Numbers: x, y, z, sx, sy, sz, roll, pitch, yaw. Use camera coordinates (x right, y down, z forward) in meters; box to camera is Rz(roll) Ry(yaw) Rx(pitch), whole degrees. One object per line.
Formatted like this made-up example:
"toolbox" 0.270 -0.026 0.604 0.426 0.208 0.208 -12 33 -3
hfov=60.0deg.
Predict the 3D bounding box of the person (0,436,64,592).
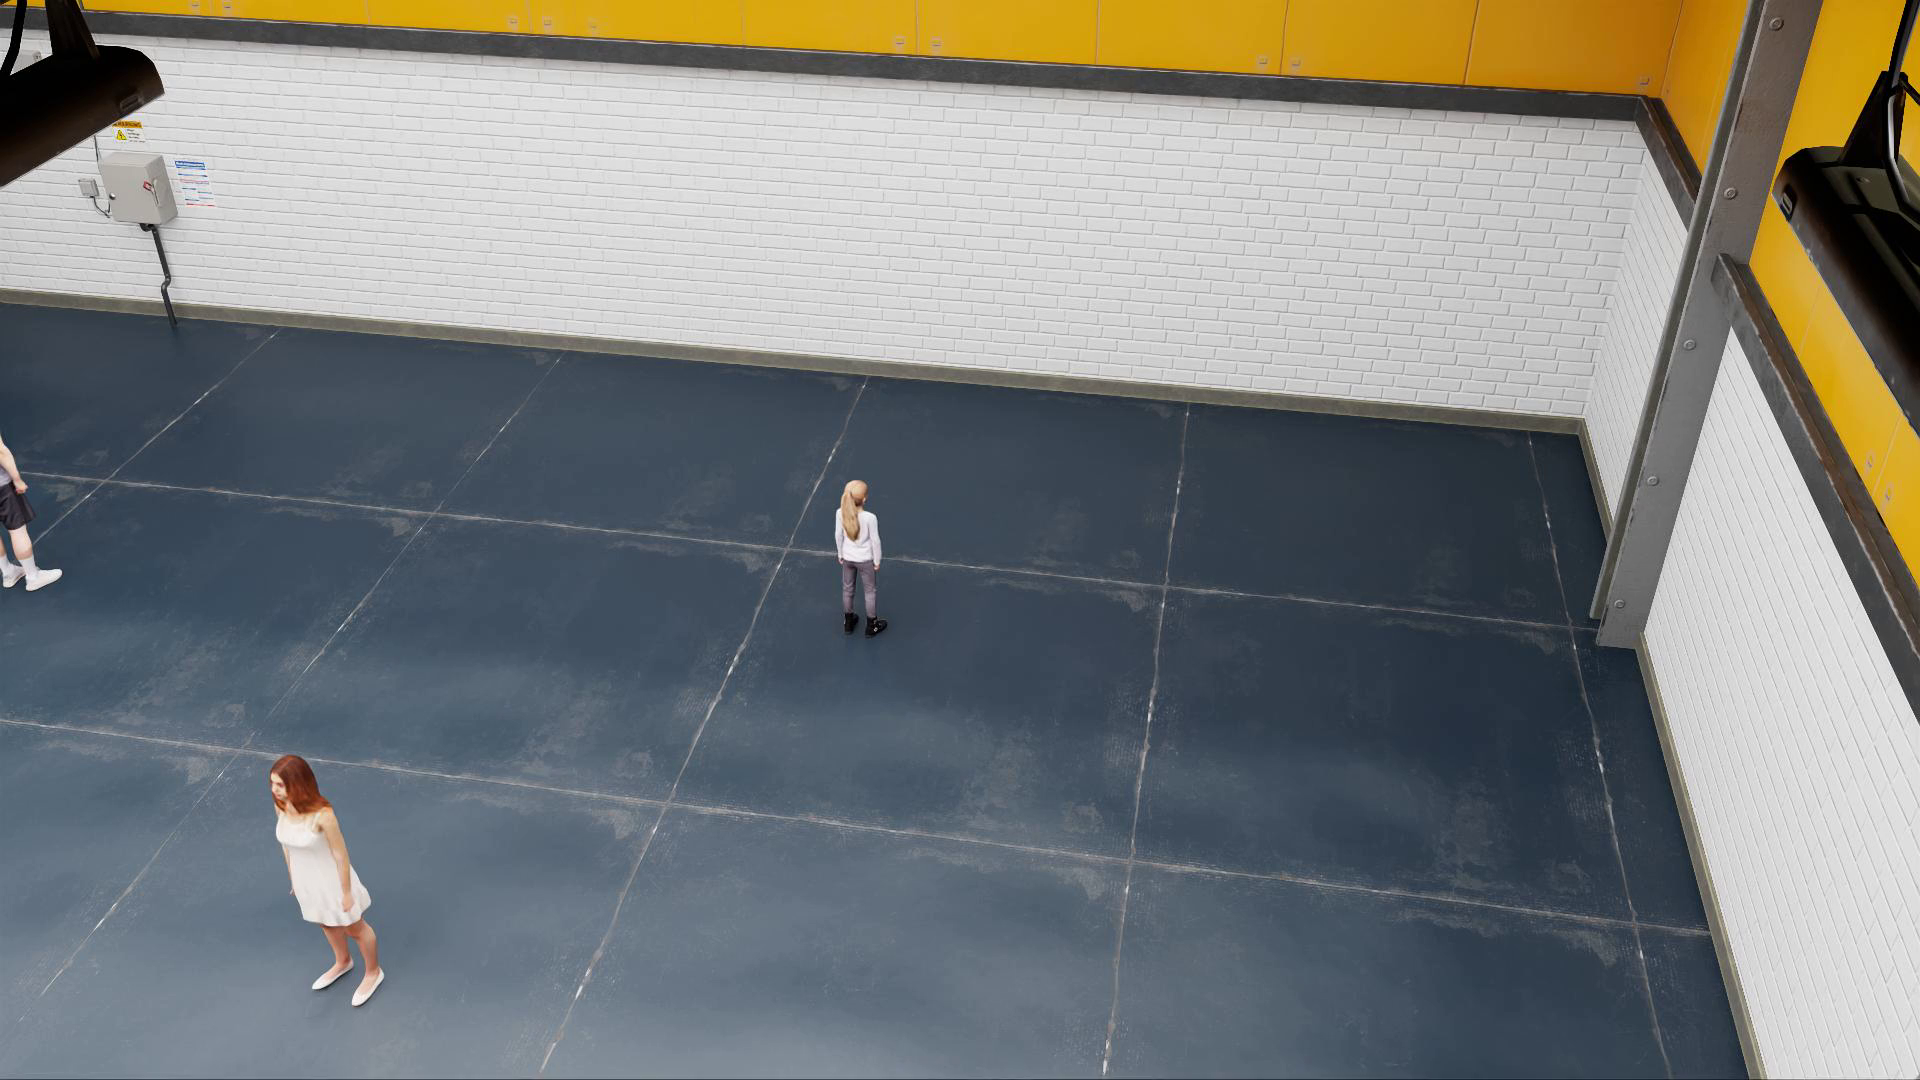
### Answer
"person" -7.213 -0.455 12.314 0.678 1.871 0.583 9 35 14

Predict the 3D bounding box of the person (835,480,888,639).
"person" -0.734 0.128 11.973 0.527 1.279 0.540 13 36 18

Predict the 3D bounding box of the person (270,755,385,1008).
"person" -3.451 1.827 9.027 0.610 1.710 0.596 14 36 20
